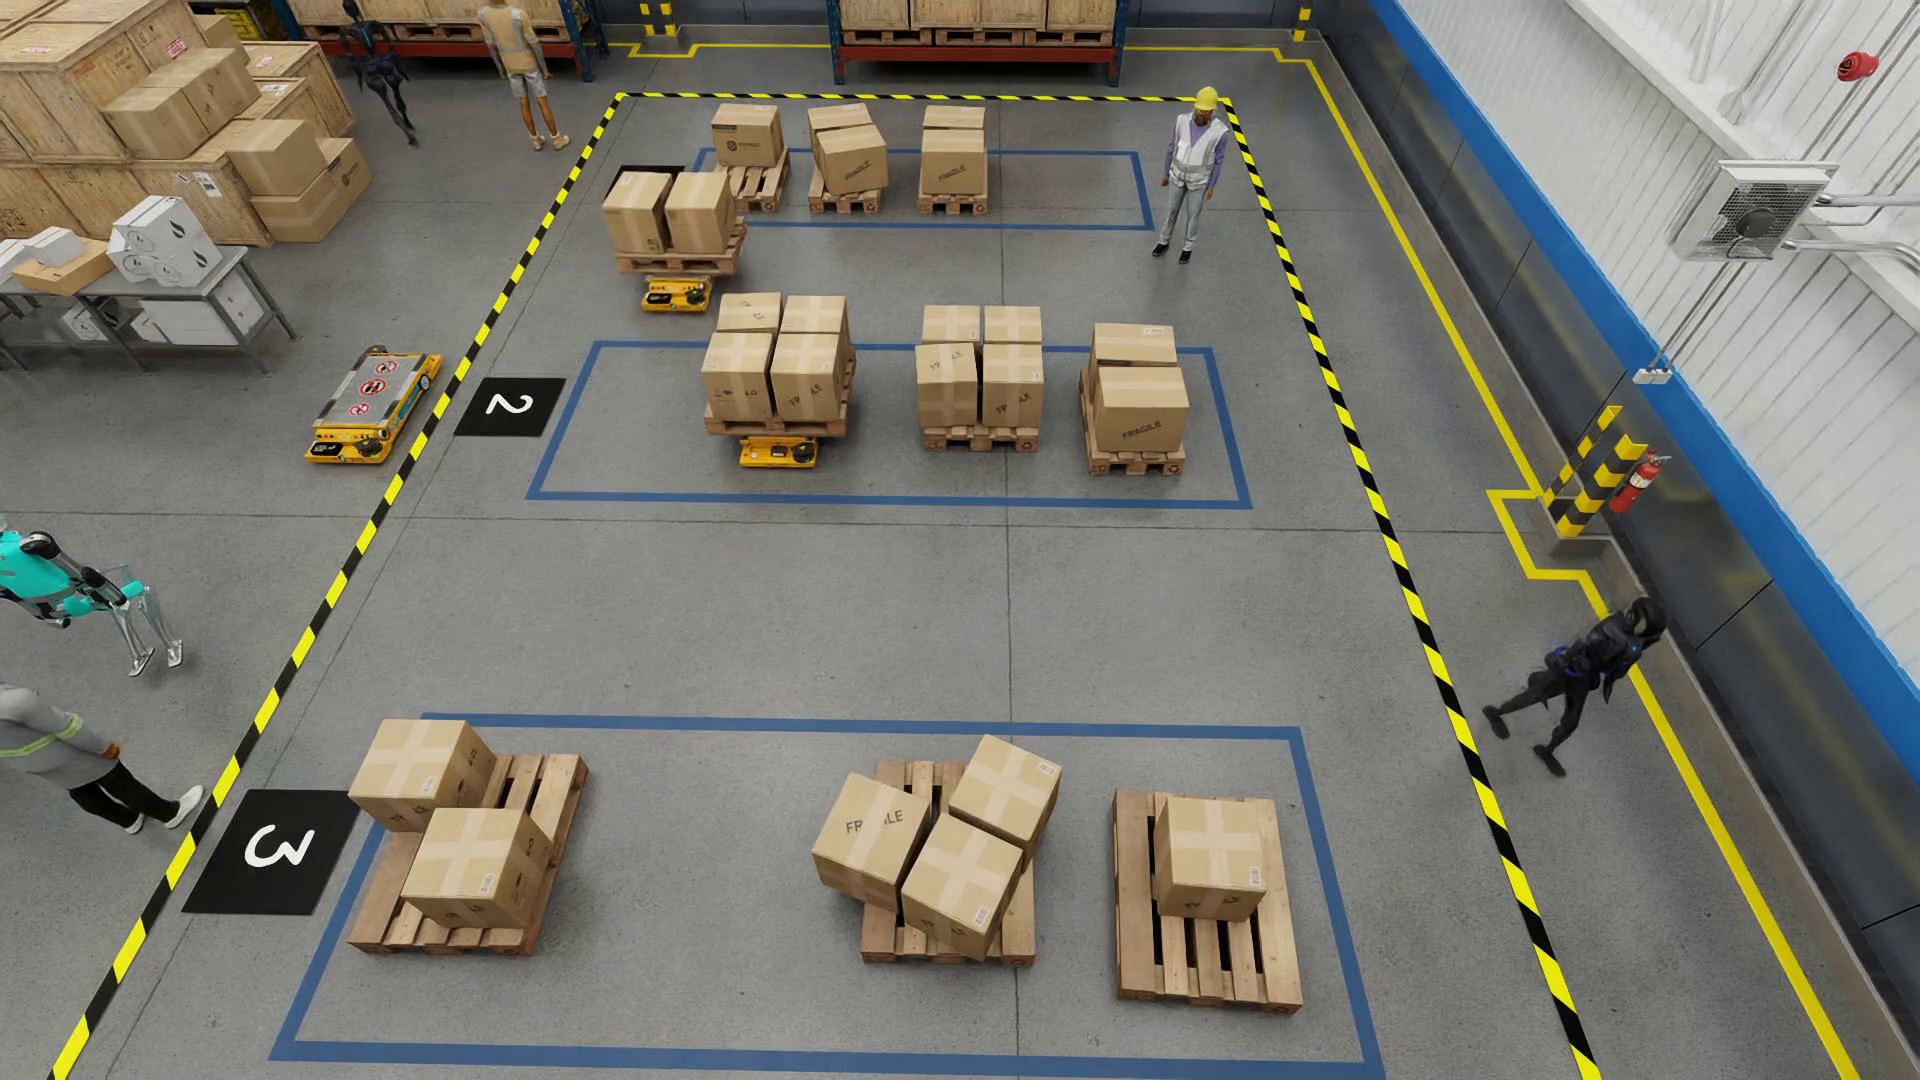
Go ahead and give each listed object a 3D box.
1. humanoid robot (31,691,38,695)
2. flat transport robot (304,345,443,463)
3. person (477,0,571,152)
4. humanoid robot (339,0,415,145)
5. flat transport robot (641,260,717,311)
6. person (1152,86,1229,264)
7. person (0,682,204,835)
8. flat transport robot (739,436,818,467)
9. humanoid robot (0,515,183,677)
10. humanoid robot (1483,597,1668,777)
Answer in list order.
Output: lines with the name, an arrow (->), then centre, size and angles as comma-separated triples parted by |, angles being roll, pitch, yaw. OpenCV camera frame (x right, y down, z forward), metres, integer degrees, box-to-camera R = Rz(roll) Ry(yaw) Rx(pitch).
humanoid robot -> -6.539, 0.944, 5.655 | 0.530, 1.788, 1.046 | 0, 50, 0
flat transport robot -> -5.383, -1.269, 8.441 | 0.659, 0.231, 1.431 | 1, 50, 1
person -> -5.286, -5.743, 11.066 | 0.614, 2.040, 0.379 | 1, 50, 1
humanoid robot -> -7.207, -5.818, 11.409 | 0.589, 1.650, 0.765 | -35, 58, -26
flat transport robot -> -2.942, -2.971, 9.863 | 0.652, 0.197, 1.431 | 1, 50, 1
person -> 2.383, -3.770, 9.529 | 0.597, 1.836, 0.404 | 23, 54, 19
person -> -5.251, 1.185, 5.330 | 0.589, 1.848, 0.405 | -3, 50, -2
flat transport robot -> -1.582, -1.235, 8.394 | 0.652, 0.197, 1.431 | 1, 50, 1
humanoid robot -> -5.829, 0.262, 6.096 | 0.533, 1.677, 0.735 | -12, 51, -10
humanoid robot -> 3.831, 0.885, 5.698 | 0.588, 1.639, 0.593 | -8, 50, -7
